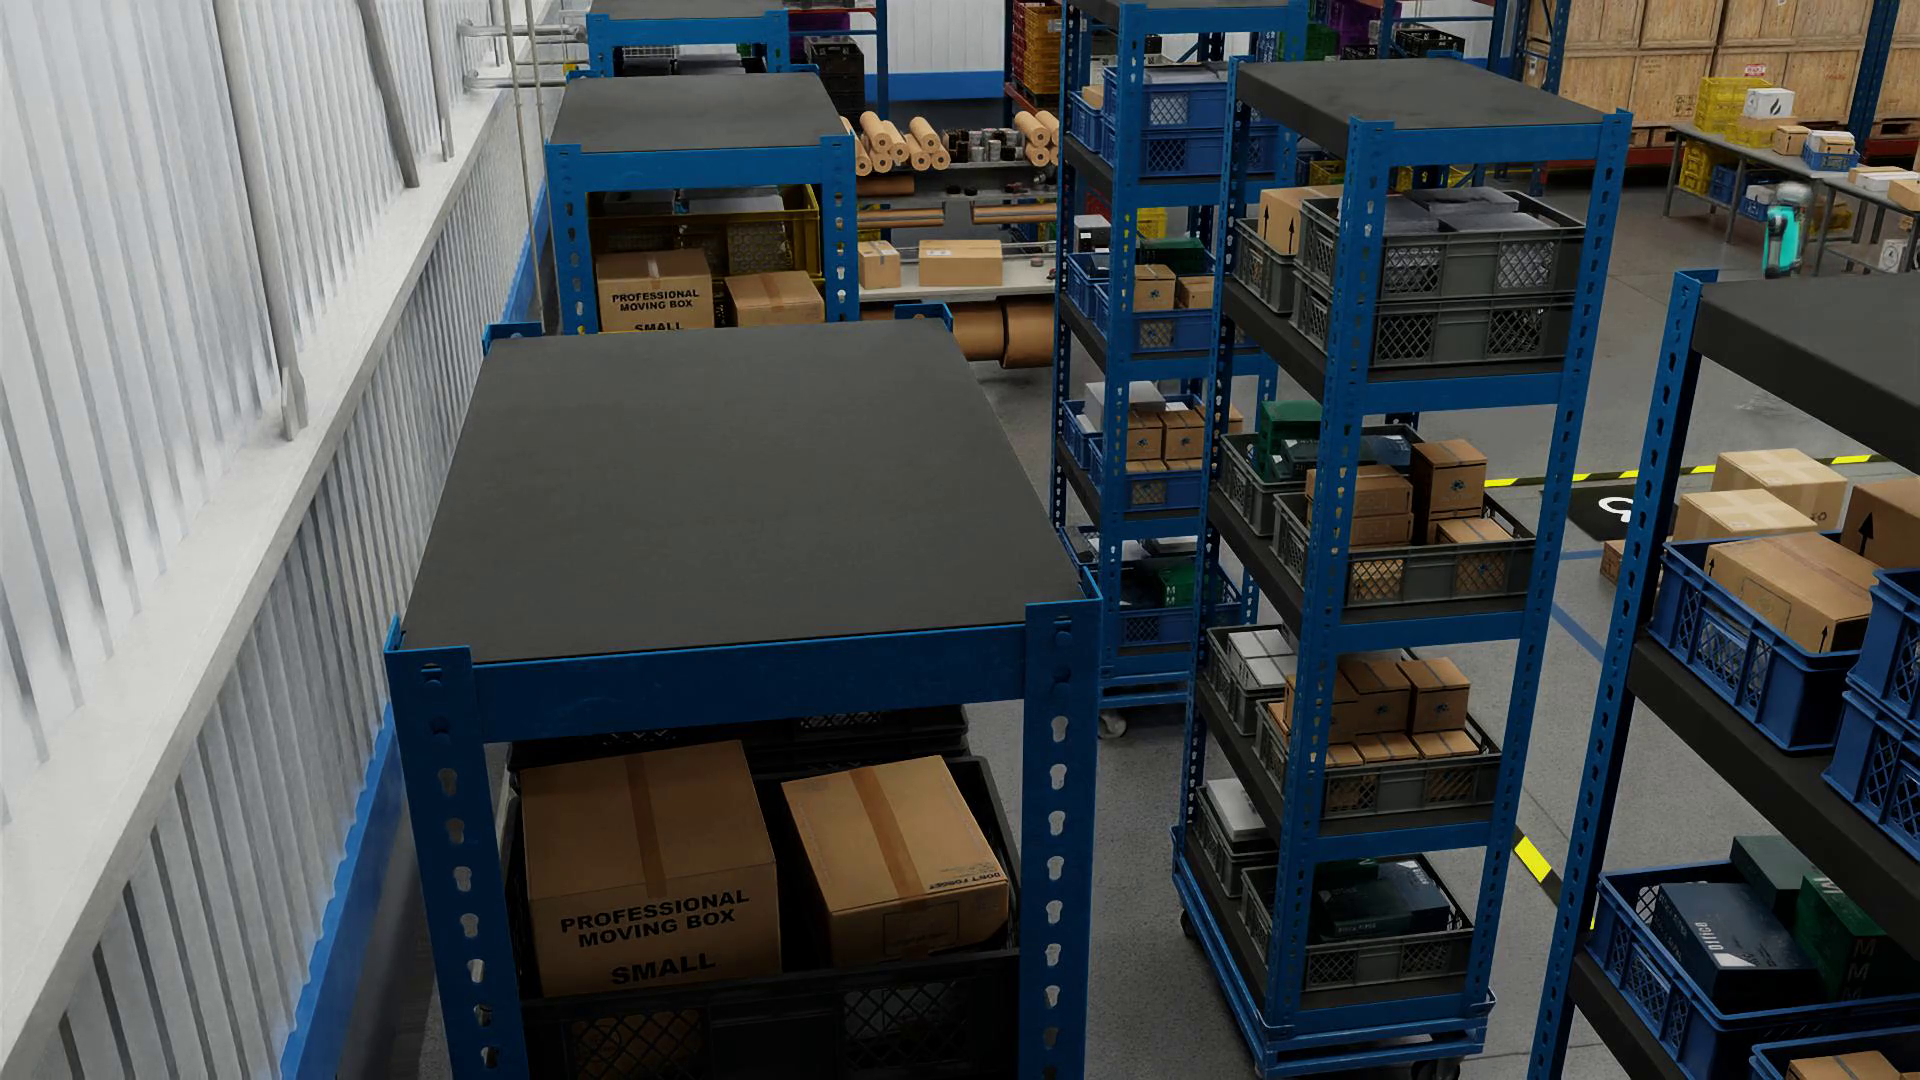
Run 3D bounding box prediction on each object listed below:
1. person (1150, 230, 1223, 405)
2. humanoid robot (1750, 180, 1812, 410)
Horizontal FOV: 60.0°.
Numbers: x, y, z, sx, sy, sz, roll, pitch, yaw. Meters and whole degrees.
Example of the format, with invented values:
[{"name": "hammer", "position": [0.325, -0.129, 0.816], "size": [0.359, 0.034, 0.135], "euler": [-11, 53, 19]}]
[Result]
[{"name": "person", "position": [1.464, -1.104, 10.803], "size": [0.598, 1.850, 0.393], "euler": [-4, 25, -9]}, {"name": "humanoid robot", "position": [6.204, -1.771, 12.230], "size": [0.735, 1.677, 0.533], "euler": [16, 29, 31]}]
